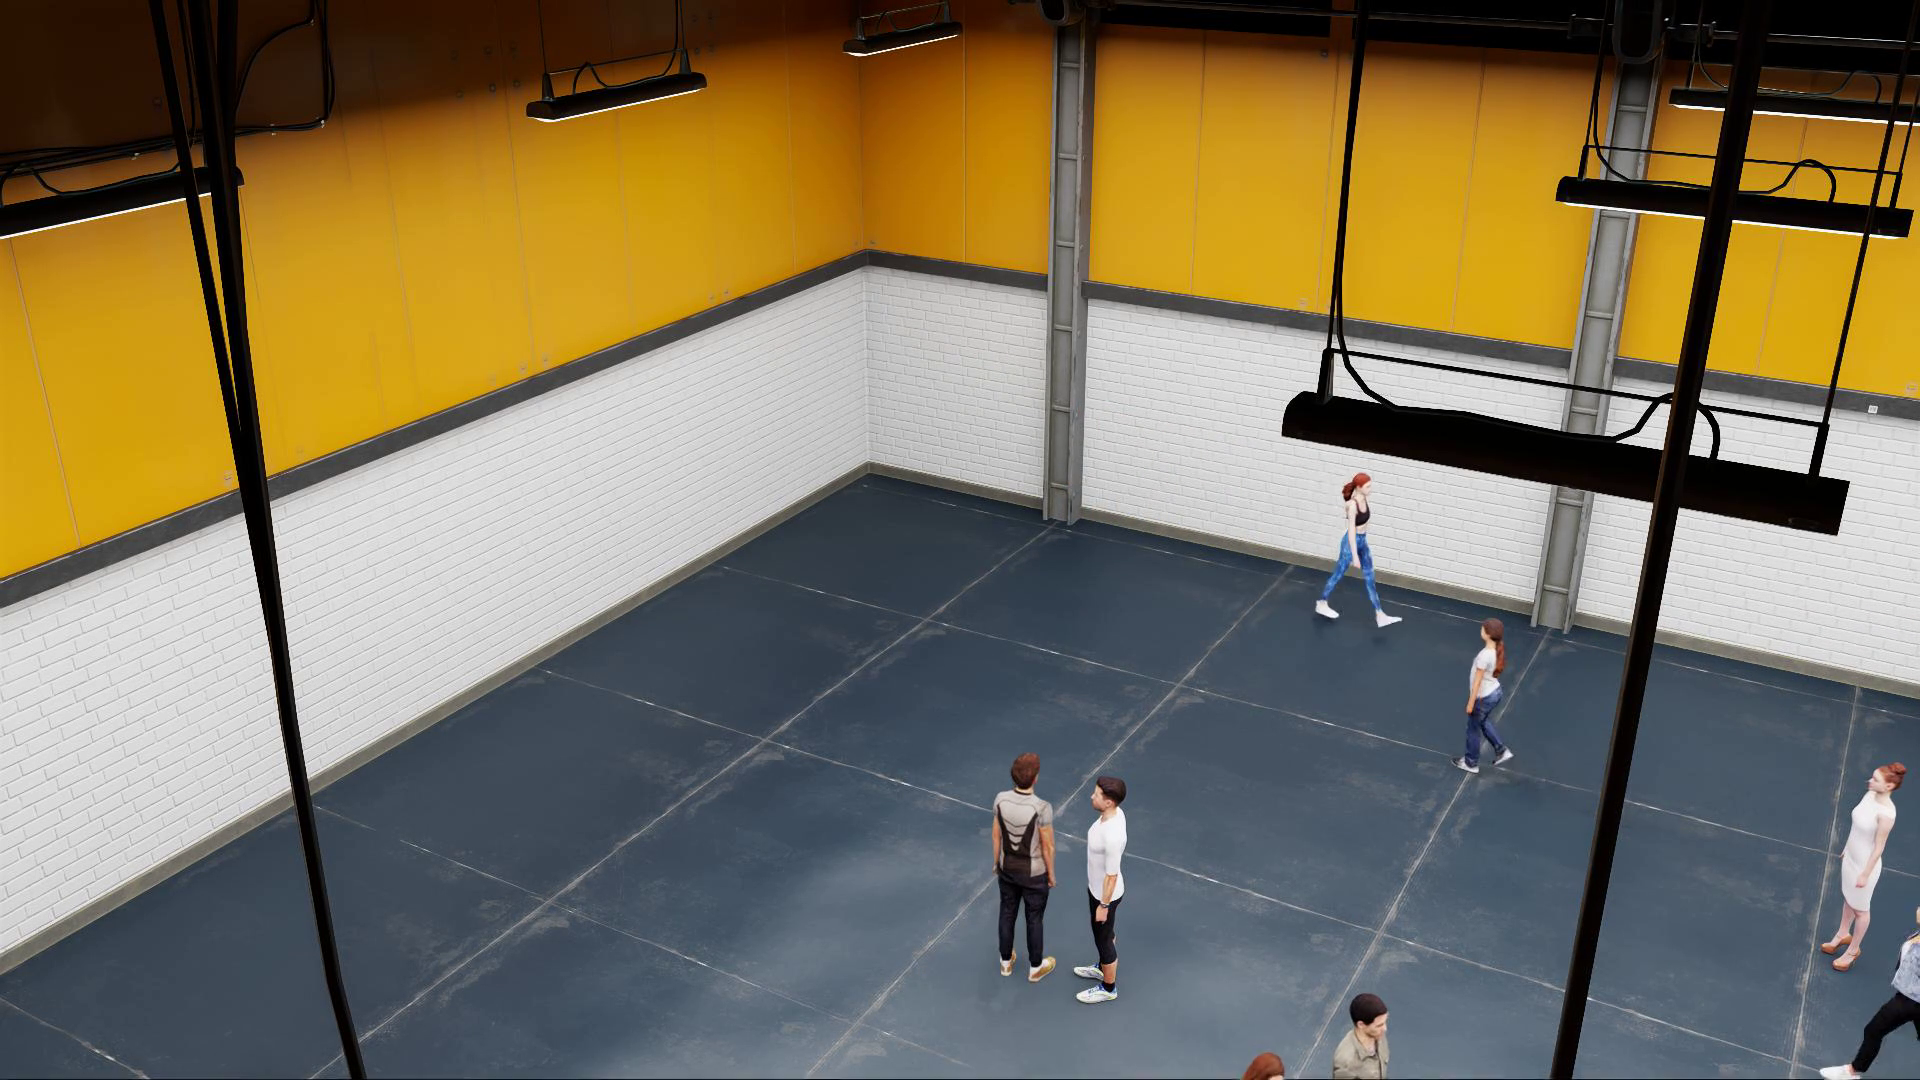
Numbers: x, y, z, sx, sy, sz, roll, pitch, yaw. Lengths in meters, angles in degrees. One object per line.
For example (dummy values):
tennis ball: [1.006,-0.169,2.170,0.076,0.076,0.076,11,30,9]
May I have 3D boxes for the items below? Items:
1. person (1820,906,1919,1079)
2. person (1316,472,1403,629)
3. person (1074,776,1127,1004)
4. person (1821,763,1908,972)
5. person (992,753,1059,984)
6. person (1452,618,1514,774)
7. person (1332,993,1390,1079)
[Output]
person: [6.498,3.111,11.130,1.172,1.662,0.650,12,26,25]
person: [4.148,0.112,17.902,1.220,1.732,0.698,17,29,33]
person: [1.064,2.540,12.198,0.742,1.851,0.756,0,24,1]
person: [6.799,2.440,12.501,0.601,1.793,0.627,3,24,6]
person: [0.471,2.433,12.390,0.511,1.893,0.739,10,25,21]
person: [4.822,1.435,15.098,0.785,1.553,0.608,19,30,37]
person: [2.343,3.498,9.985,0.614,1.869,0.722,16,28,33]
